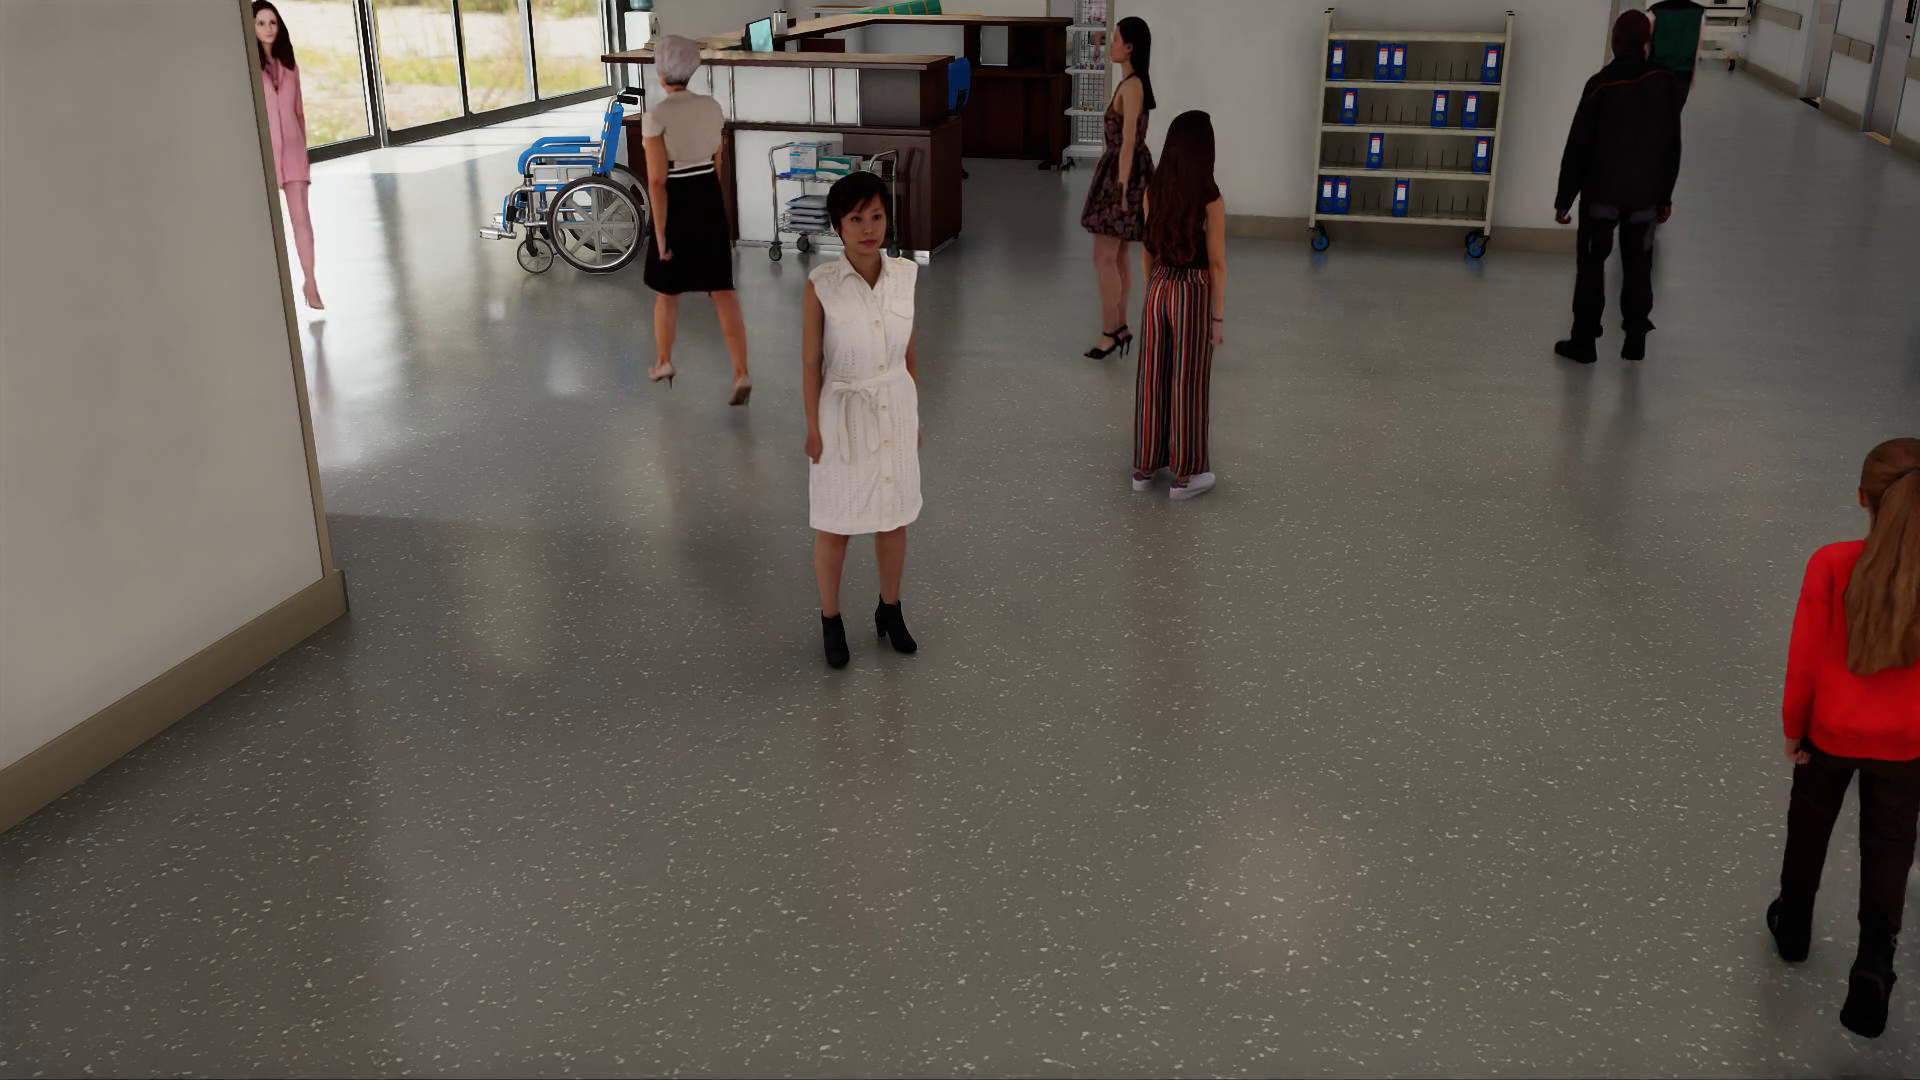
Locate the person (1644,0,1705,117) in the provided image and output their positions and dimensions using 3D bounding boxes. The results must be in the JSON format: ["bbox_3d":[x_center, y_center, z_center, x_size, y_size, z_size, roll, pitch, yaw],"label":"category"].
[{"bbox_3d":[6.146,-4.018,14.455,0.584,1.829,0.701,6,22,15],"label":"person"}]

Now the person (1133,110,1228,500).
[{"bbox_3d":[0.885,-0.950,6.731,0.574,1.562,0.677,16,26,36],"label":"person"}]

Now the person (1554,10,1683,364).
[{"bbox_3d":[3.424,-1.781,8.567,0.791,1.818,0.880,1,21,2],"label":"person"}]

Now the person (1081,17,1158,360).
[{"bbox_3d":[0.909,-1.836,8.777,0.660,1.770,0.678,4,21,10],"label":"person"}]

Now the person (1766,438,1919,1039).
[{"bbox_3d":[1.929,0.427,3.516,0.786,1.265,0.617,8,22,20],"label":"person"}]

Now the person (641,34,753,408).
[{"bbox_3d":[-1.201,-1.426,7.785,1.051,1.707,1.188,-16,26,-35],"label":"person"}]

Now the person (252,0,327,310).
[{"bbox_3d":[-4.129,-2.273,9.937,1.013,1.766,1.194,-17,27,-38],"label":"person"}]

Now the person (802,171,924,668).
[{"bbox_3d":[-0.301,-0.371,5.213,0.635,1.555,0.704,-10,23,-25],"label":"person"}]

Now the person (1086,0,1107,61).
[{"bbox_3d":[2.319,-8.562,26.514,1.130,1.786,0.805,8,22,21],"label":"person"}]
